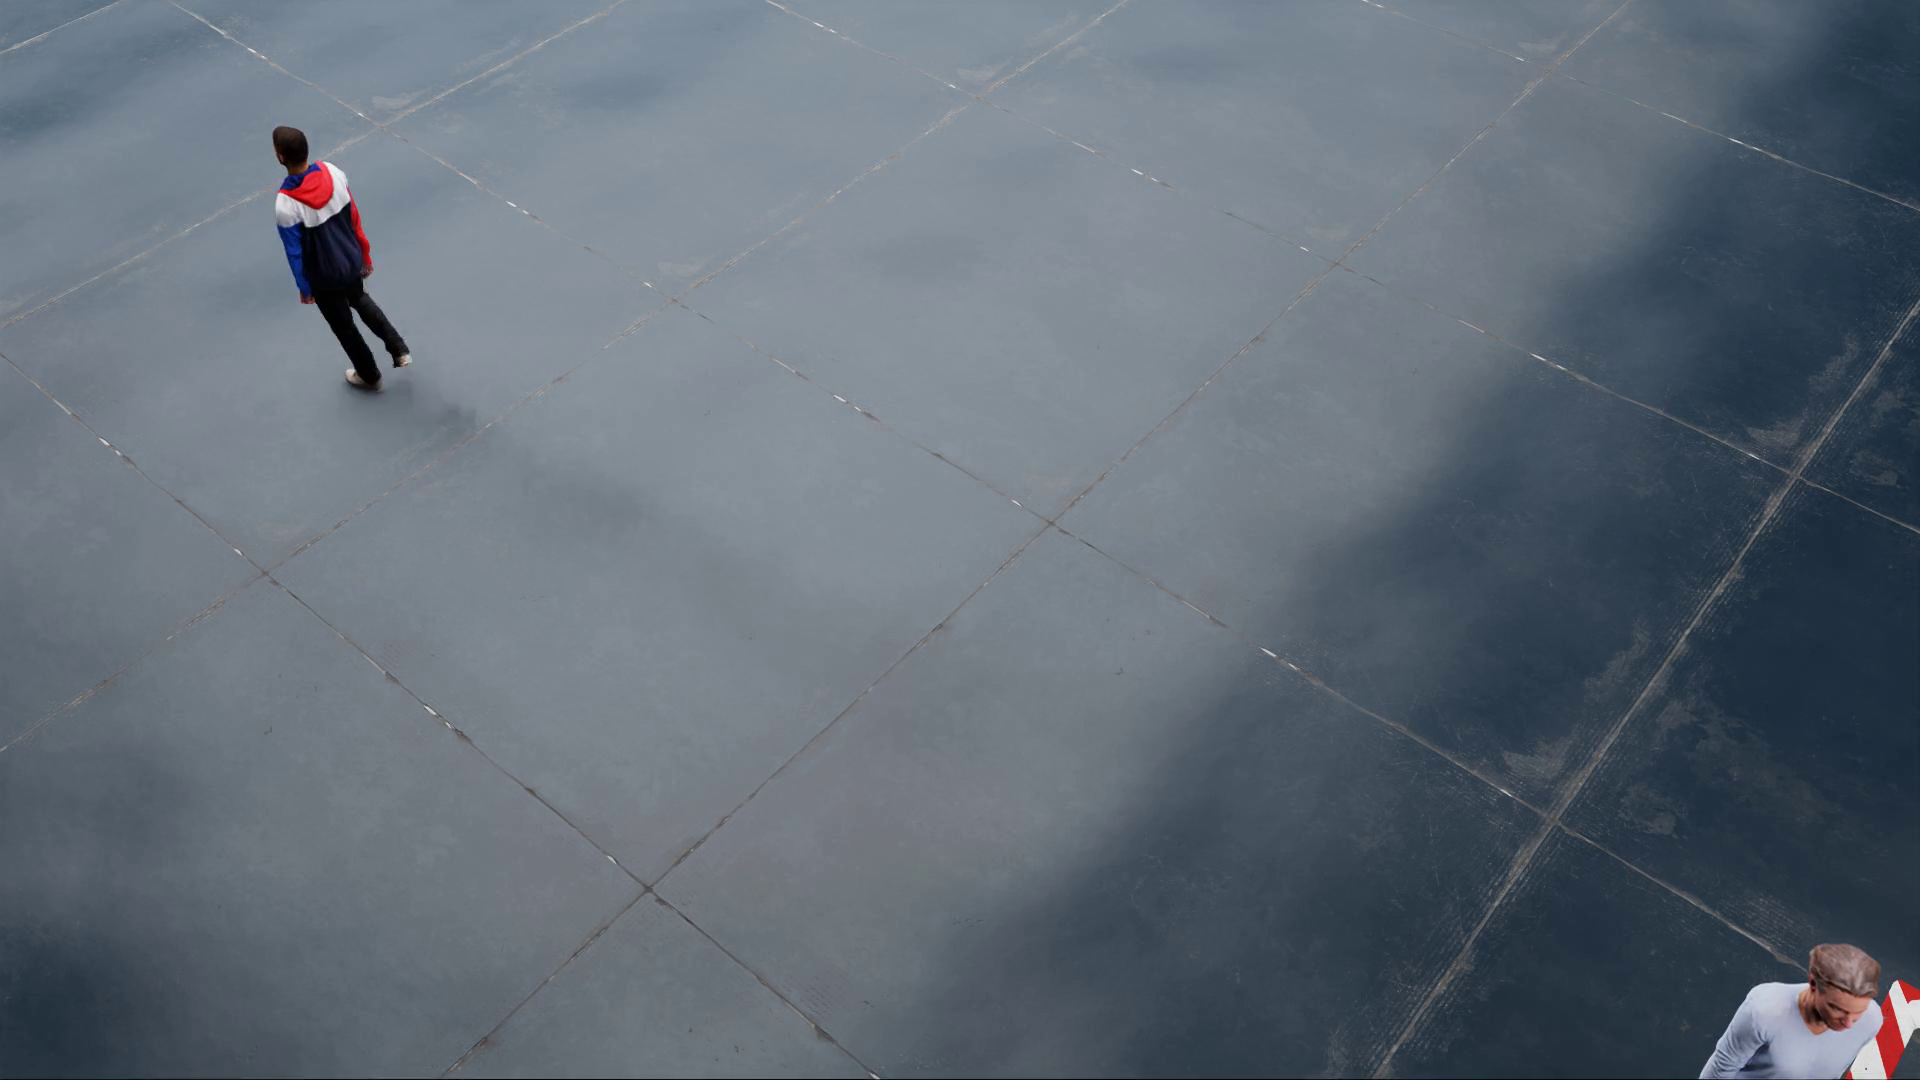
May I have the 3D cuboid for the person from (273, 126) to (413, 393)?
[{"bbox_3d":[-3.428,-1.494,9.256,0.766,1.748,0.717,21,51,19],"label":"person"}]

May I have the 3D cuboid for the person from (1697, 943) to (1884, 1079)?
[{"bbox_3d":[2.832,1.969,5.955,0.733,1.894,0.804,-2,47,-2],"label":"person"}]
